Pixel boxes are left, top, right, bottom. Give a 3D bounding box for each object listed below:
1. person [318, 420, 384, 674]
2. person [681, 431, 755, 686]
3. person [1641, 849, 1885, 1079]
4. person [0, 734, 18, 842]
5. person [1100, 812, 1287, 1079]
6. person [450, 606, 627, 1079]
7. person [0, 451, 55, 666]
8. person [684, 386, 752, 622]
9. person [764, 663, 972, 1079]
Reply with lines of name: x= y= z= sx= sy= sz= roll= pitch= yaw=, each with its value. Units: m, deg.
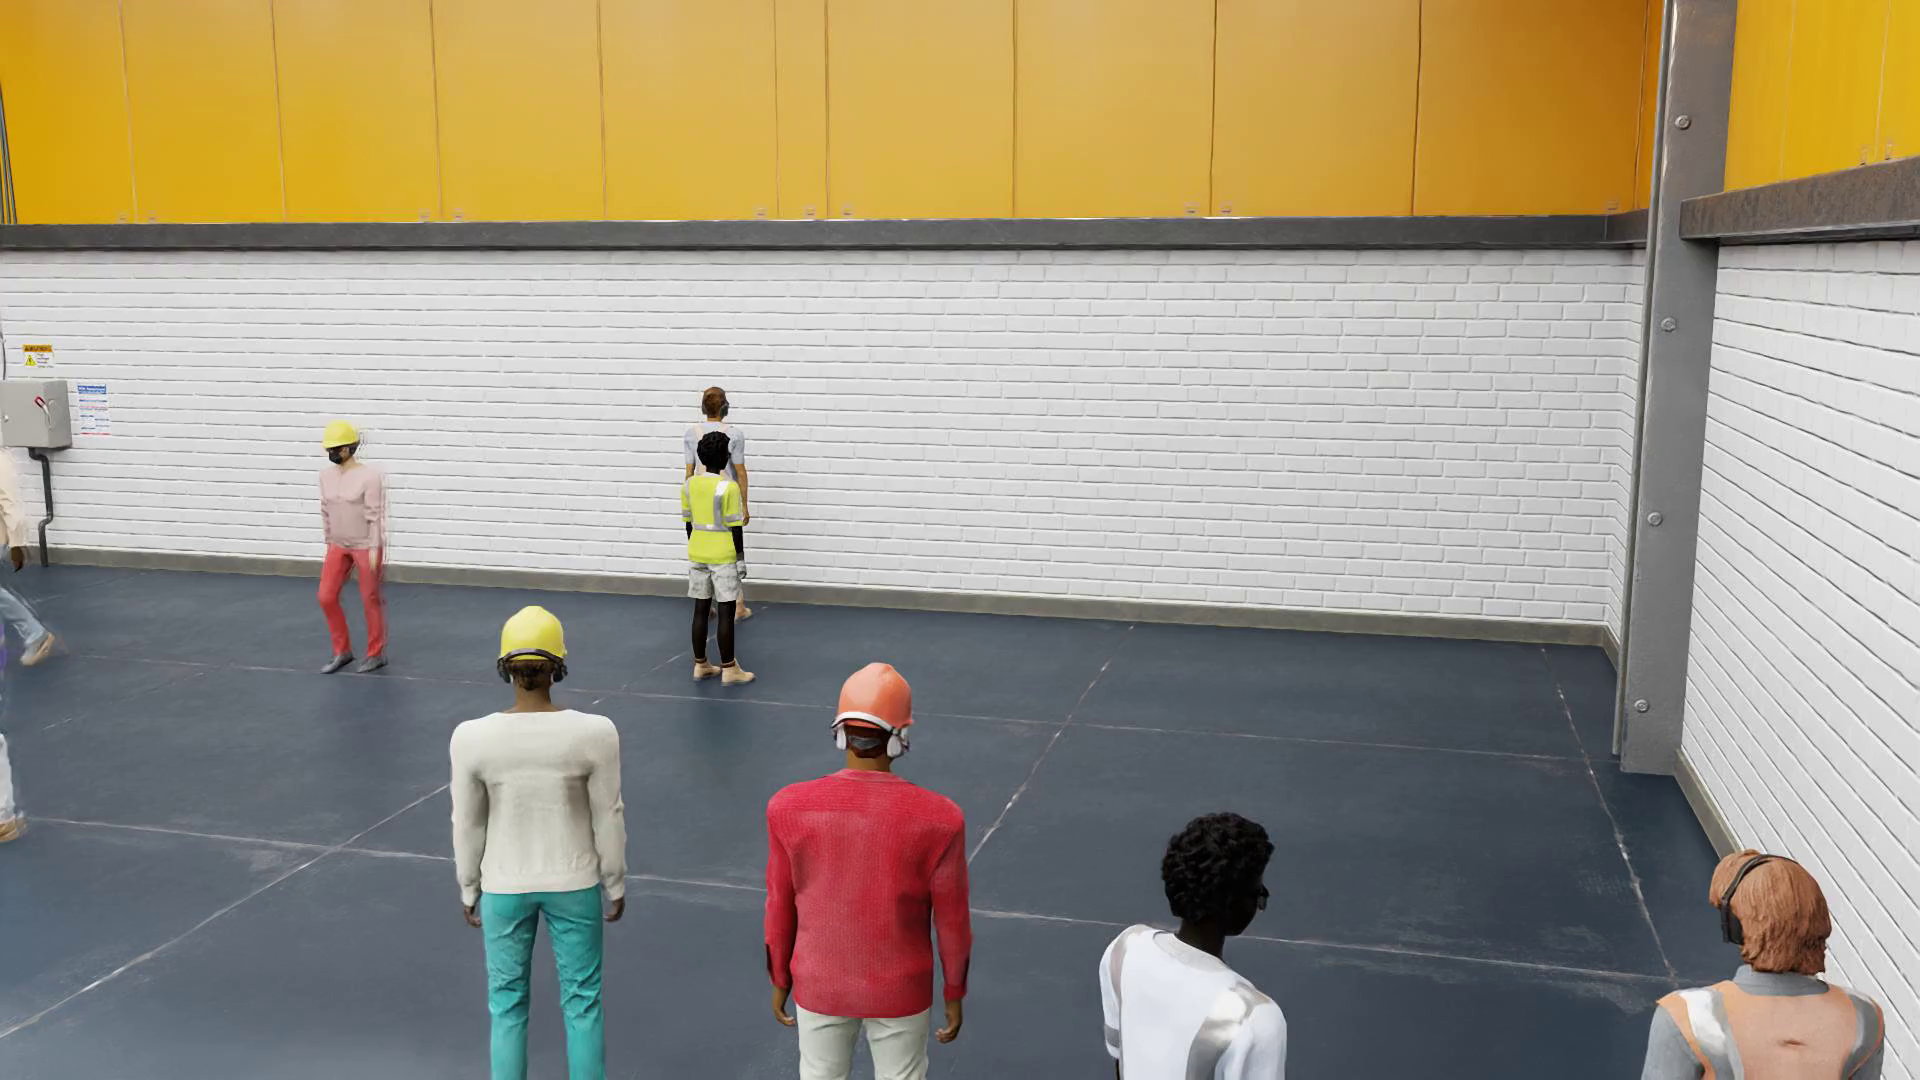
person: x=-4.142 y=0.063 z=11.274 sx=0.527 sy=1.750 sz=0.524 roll=3 pitch=10 yaw=16
person: x=-1.620 y=0.123 z=11.064 sx=0.532 sy=1.696 sz=0.319 roll=7 pitch=12 yaw=37
person: x=1.638 y=1.447 z=3.461 sx=0.526 sy=1.632 sz=0.312 roll=-1 pitch=10 yaw=-8
person: x=-4.789 y=0.644 z=7.681 sx=0.637 sy=1.801 sz=0.878 roll=4 pitch=10 yaw=20
person: x=0.498 y=1.402 z=3.562 sx=0.319 sy=1.687 sz=0.539 roll=-6 pitch=11 yaw=-32
person: x=-1.319 y=1.081 z=5.249 sx=0.535 sy=1.761 sz=0.341 roll=-1 pitch=10 yaw=-8
person: x=-6.586 y=-0.021 z=11.217 sx=0.638 sy=1.955 sz=1.010 roll=3 pitch=10 yaw=18
person: x=-1.885 y=-0.273 z=12.952 sx=0.504 sy=1.847 sz=0.345 roll=2 pitch=10 yaw=11
person: x=-0.252 y=1.198 z=4.603 sx=0.575 sy=1.738 sz=0.353 roll=1 pitch=10 yaw=4
